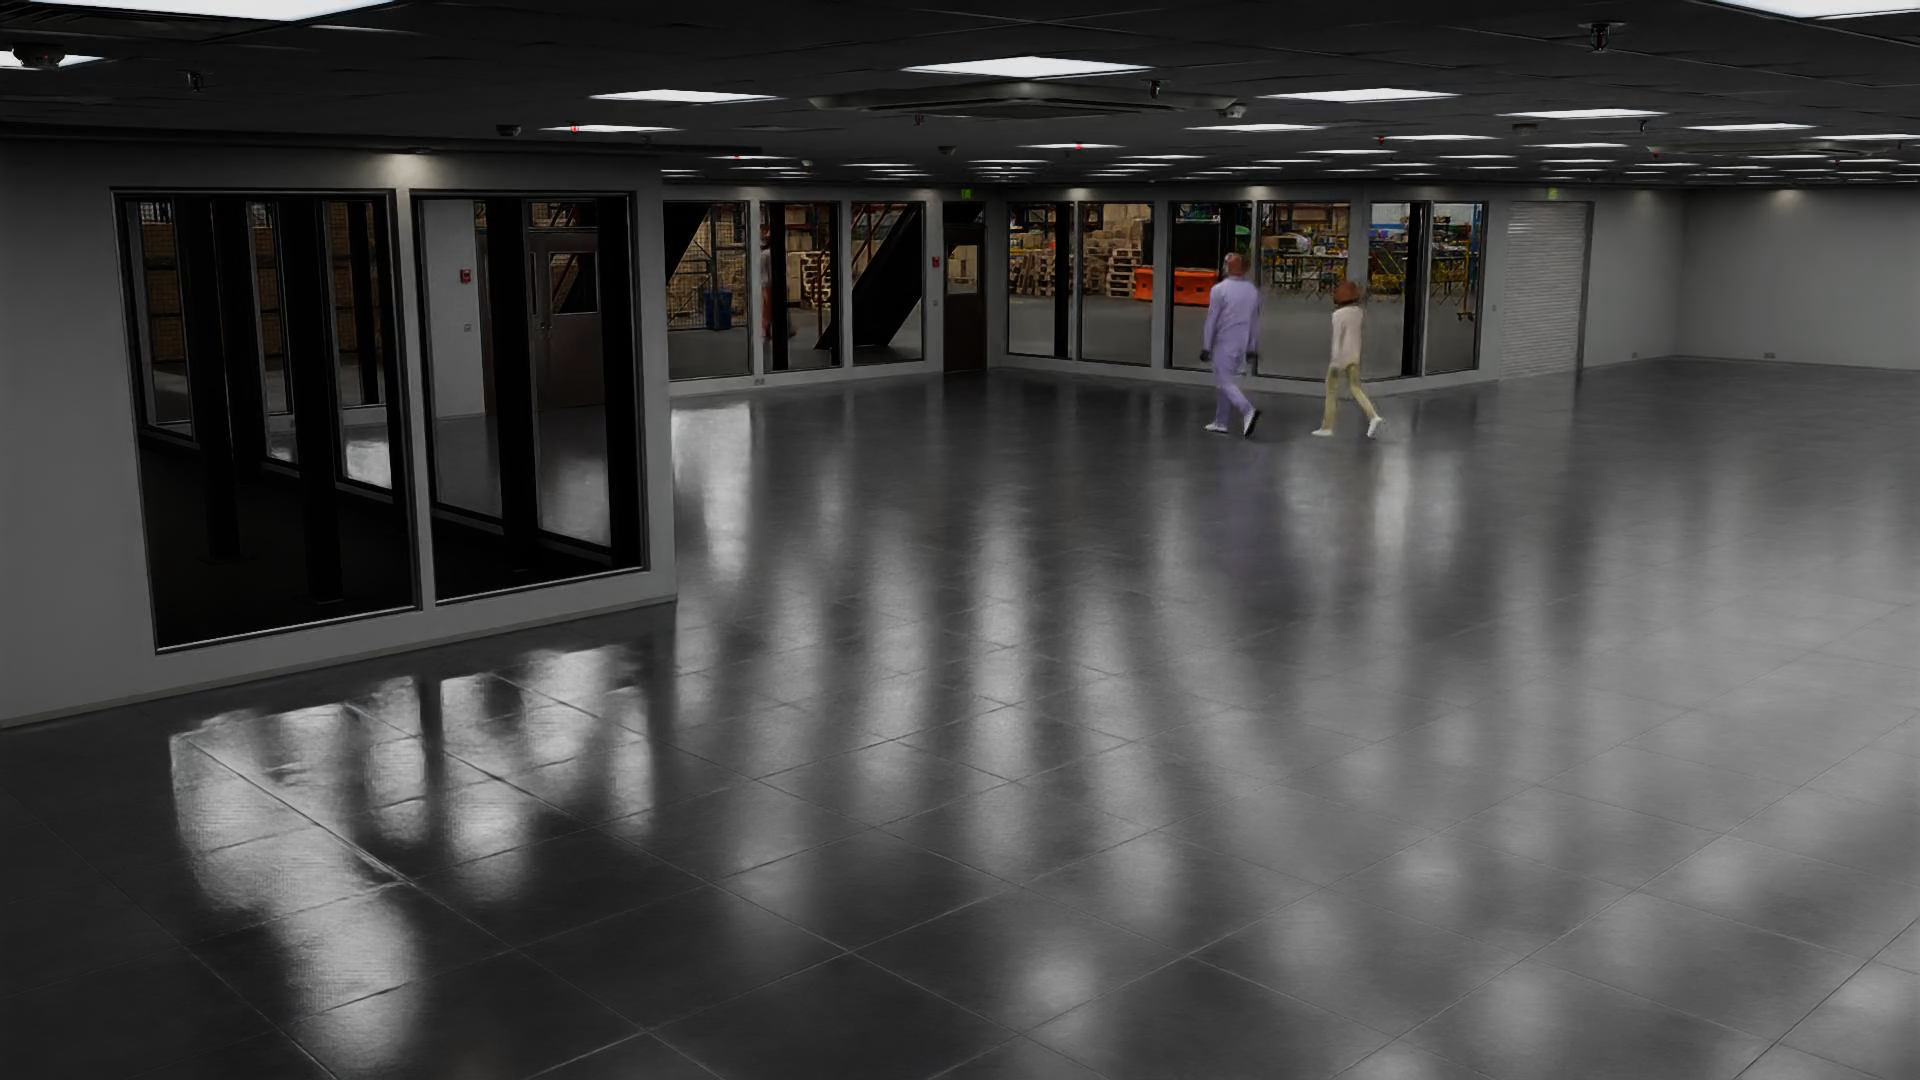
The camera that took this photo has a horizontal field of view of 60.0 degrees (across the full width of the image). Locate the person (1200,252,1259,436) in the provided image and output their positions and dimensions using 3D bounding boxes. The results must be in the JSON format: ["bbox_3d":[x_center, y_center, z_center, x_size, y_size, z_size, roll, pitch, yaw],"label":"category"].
[{"bbox_3d":[2.803,-1.998,17.043,0.646,1.878,0.802,-9,14,-38],"label":"person"}]

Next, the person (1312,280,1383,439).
[{"bbox_3d":[3.931,-1.818,16.797,0.504,1.609,0.736,-9,14,-37],"label":"person"}]
